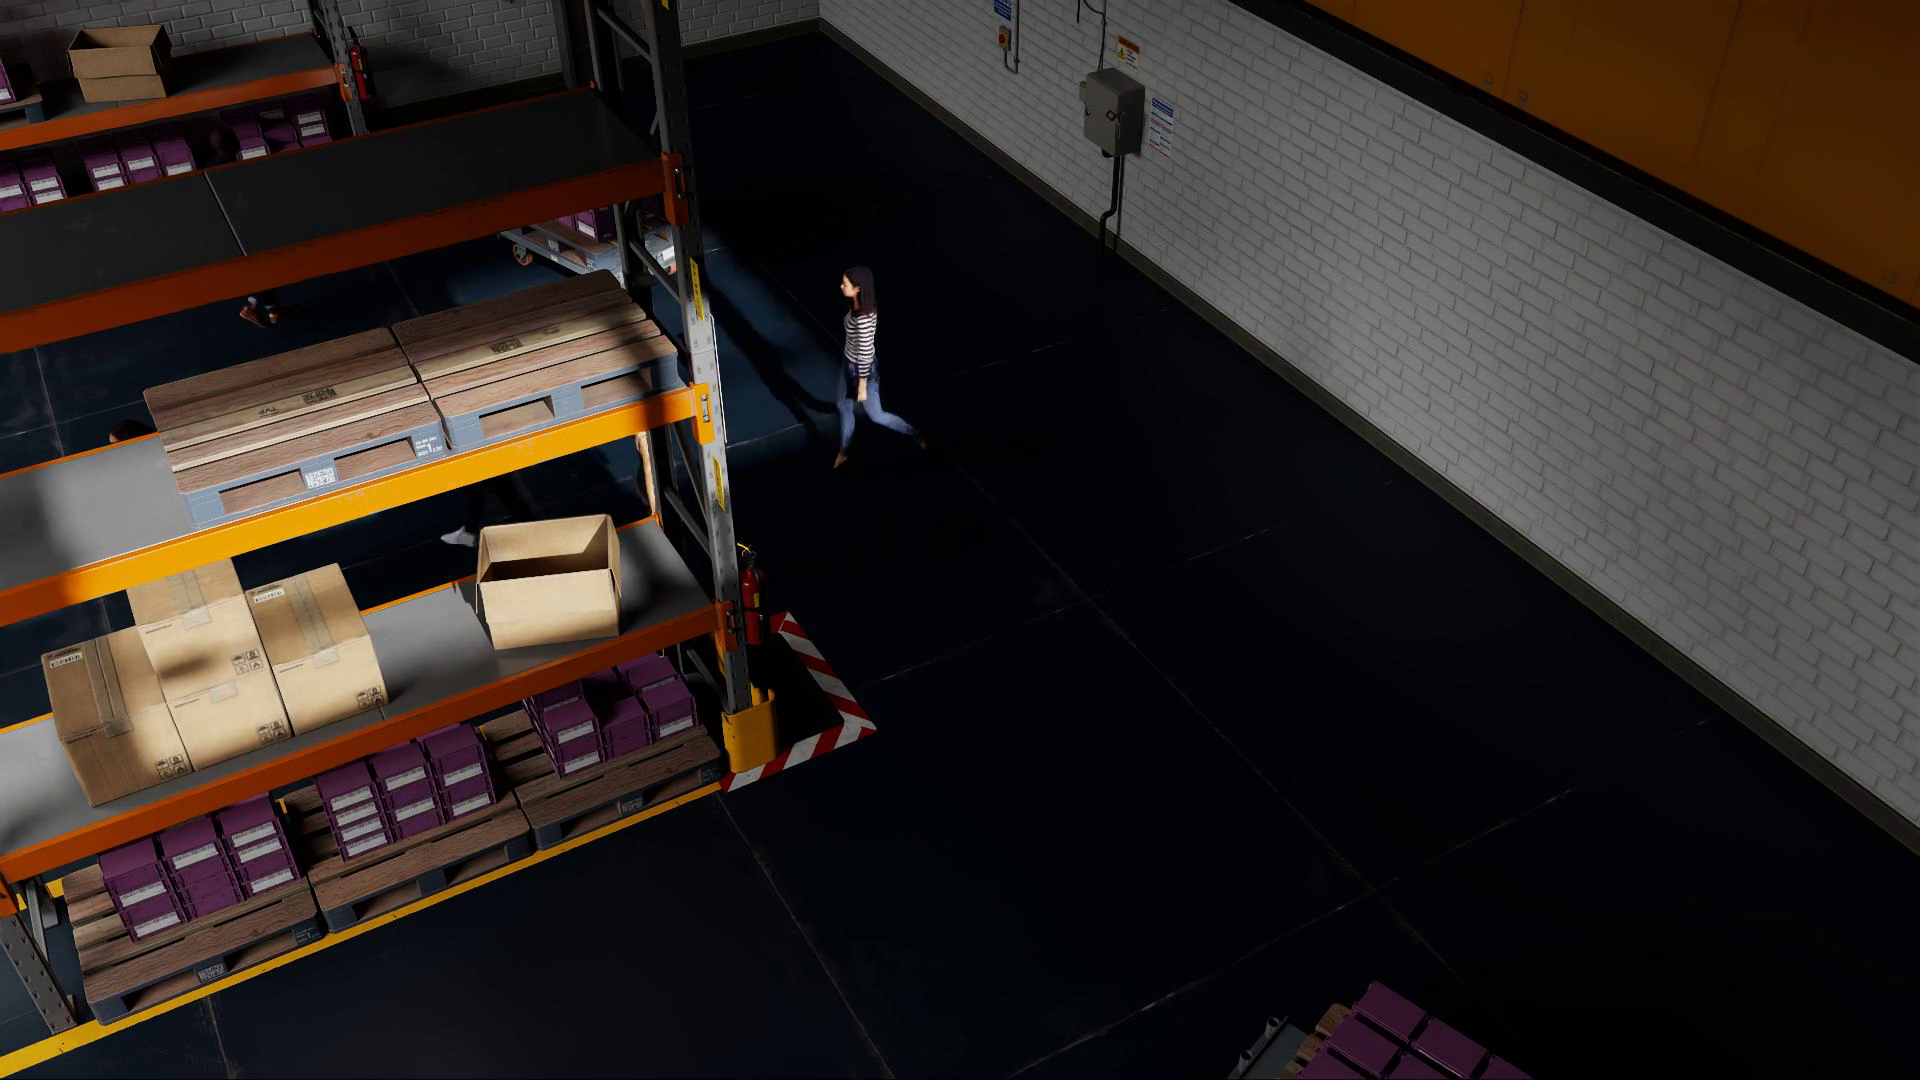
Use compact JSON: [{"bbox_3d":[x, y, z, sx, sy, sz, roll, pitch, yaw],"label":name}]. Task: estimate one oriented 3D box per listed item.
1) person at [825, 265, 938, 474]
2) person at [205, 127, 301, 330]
[{"bbox_3d":[-0.627,-1.222,12.298,1.169,1.765,0.871,-5,39,-7],"label":"person"},{"bbox_3d":[-6.006,-2.567,13.947,0.886,1.810,0.977,25,45,28],"label":"person"}]
